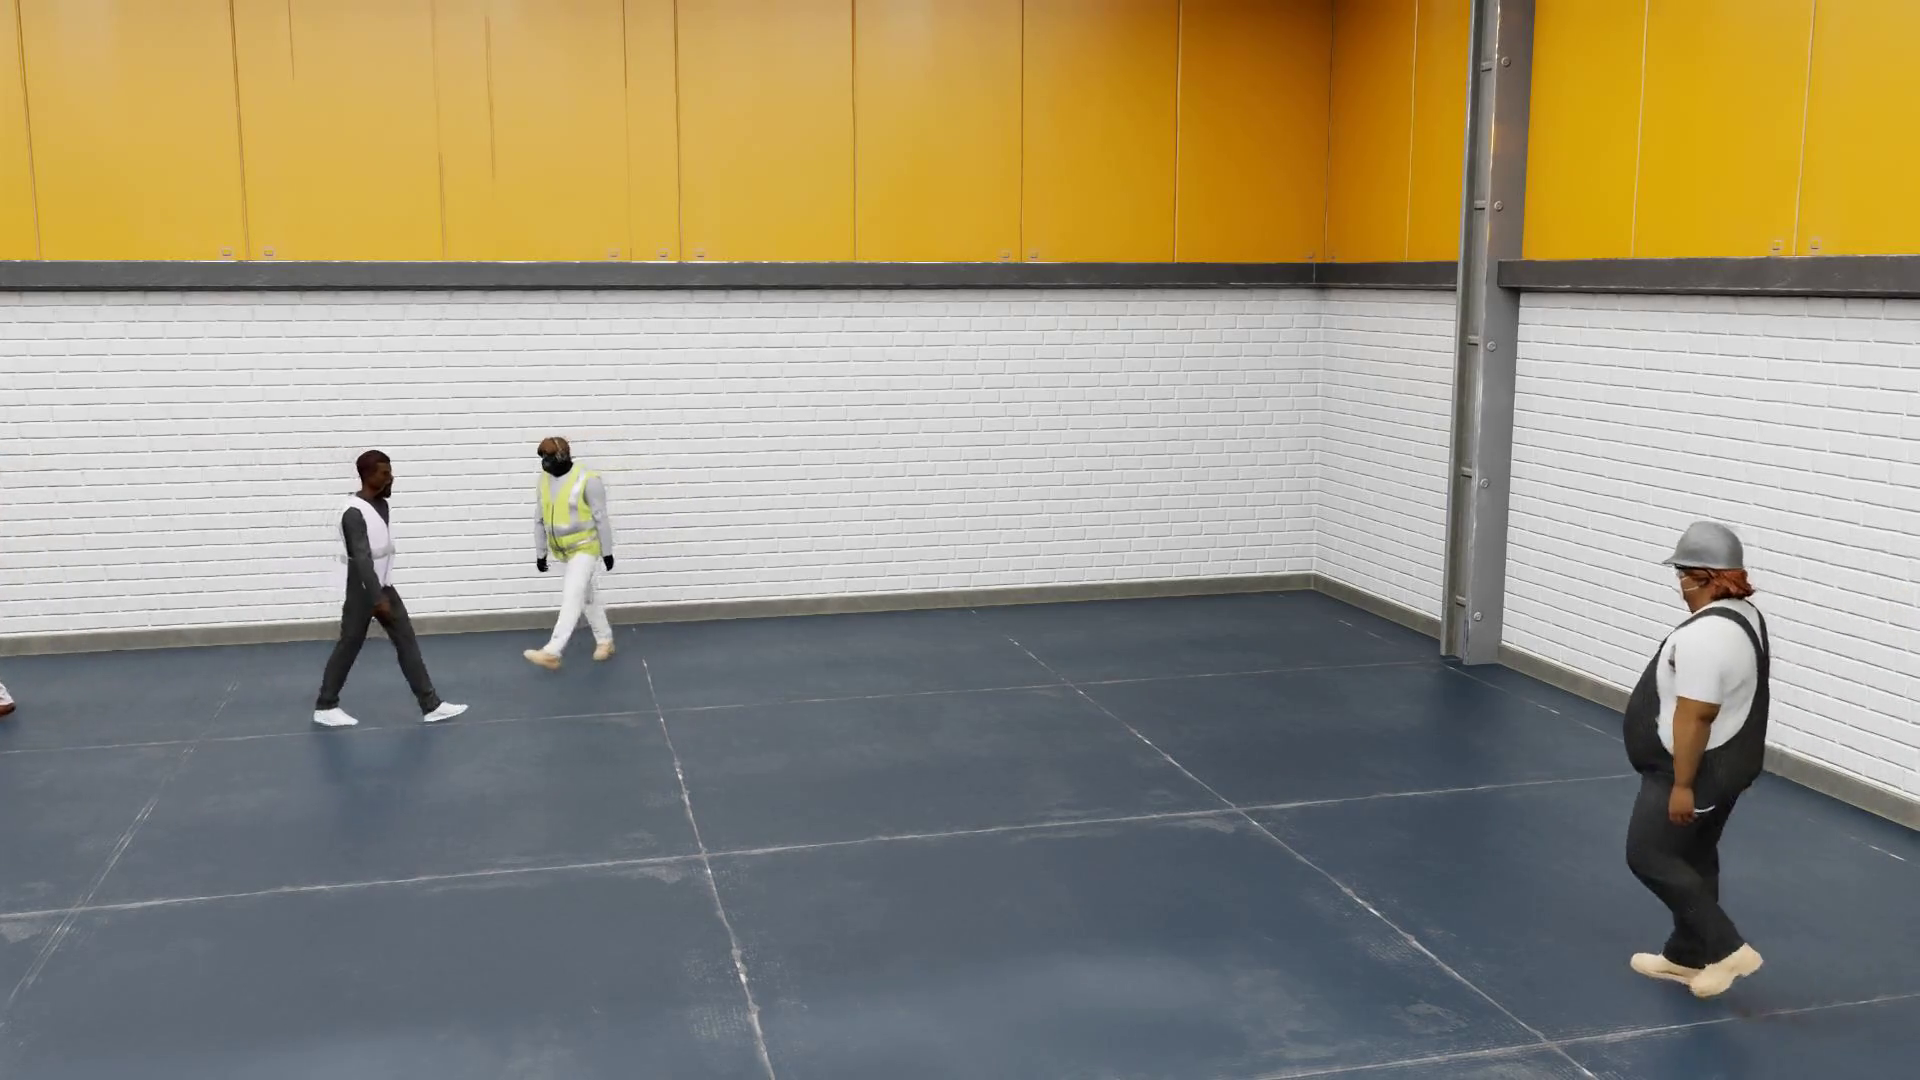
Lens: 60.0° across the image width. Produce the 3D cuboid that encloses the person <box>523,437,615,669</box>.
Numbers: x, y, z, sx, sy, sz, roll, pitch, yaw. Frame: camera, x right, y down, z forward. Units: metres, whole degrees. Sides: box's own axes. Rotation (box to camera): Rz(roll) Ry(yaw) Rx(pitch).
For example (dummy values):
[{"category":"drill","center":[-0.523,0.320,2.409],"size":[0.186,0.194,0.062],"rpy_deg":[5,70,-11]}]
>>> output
[{"category":"person","center":[-3.019,0.091,12.851],"size":[0.644,1.786,0.929],"rpy_deg":[6,11,33]}]

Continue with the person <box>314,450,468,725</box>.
[{"category":"person","center":[-3.893,0.333,11.101],"size":[1.021,1.865,0.596],"rpy_deg":[1,9,7]}]

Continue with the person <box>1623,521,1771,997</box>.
[{"category":"person","center":[3.064,0.910,6.942],"size":[0.557,2.000,0.697],"rpy_deg":[8,12,41]}]

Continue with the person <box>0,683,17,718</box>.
[{"category":"person","center":[-6.886,0.352,11.026],"size":[1.026,1.862,0.645],"rpy_deg":[-6,11,-33]}]
